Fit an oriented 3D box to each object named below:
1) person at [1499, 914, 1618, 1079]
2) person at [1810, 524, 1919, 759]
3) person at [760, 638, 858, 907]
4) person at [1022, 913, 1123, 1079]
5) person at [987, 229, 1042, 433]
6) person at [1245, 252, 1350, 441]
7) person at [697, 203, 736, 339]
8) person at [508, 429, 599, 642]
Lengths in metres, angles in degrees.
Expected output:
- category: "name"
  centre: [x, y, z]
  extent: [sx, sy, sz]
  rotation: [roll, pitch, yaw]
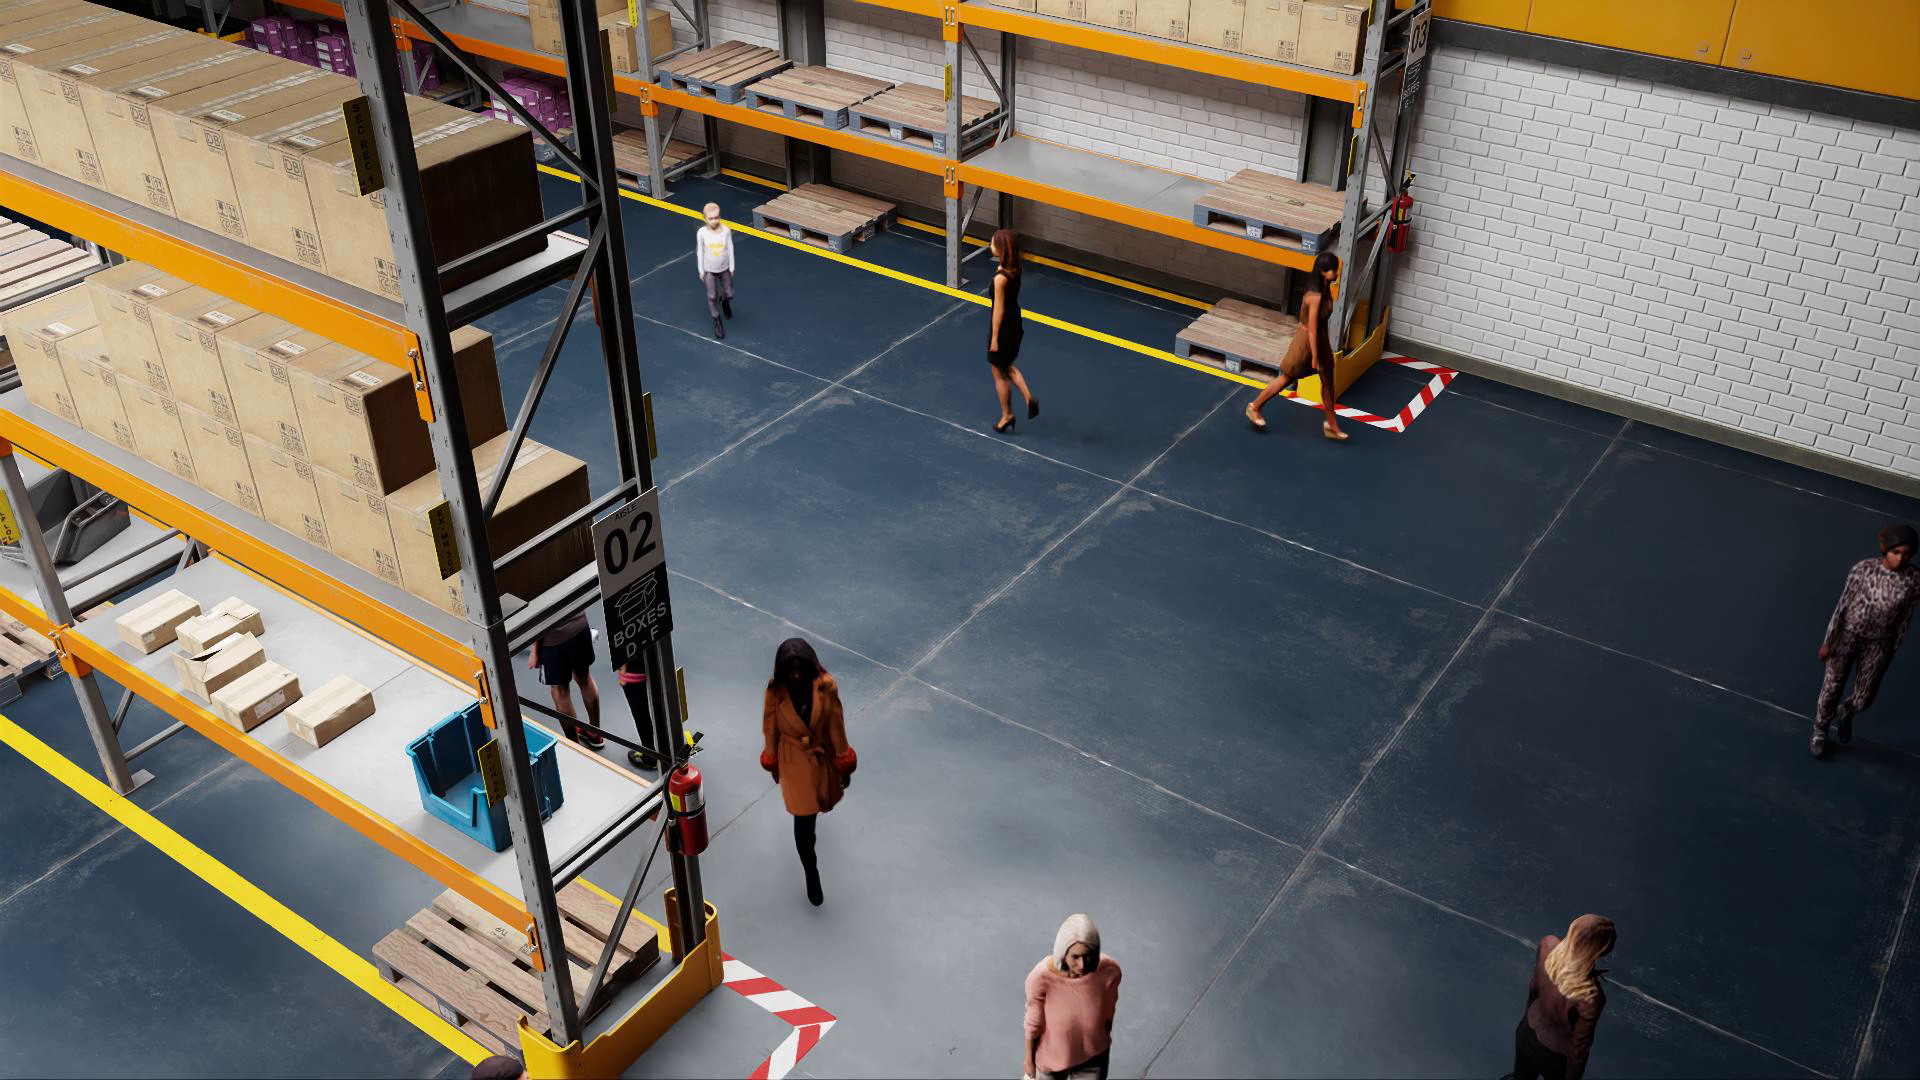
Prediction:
- category: "person"
  centre: [2.641, 2.349, 7.664]
  extent: [0.985, 1.688, 0.969]
  rotation: [-9, 35, -14]
- category: "person"
  centre: [5.574, 0.588, 10.297]
  extent: [0.625, 1.708, 0.685]
  rotation: [15, 37, 22]
- category: "person"
  centre: [-0.867, 1.214, 9.362]
  extent: [1.040, 1.701, 1.132]
  rotation: [-8, 34, -12]
- category: "person"
  centre: [0.489, 2.307, 7.712]
  extent: [0.992, 1.706, 1.069]
  rotation: [-7, 34, -11]
- category: "person"
  centre: [0.464, -1.658, 13.570]
  extent: [0.810, 1.824, 0.698]
  rotation: [12, 36, 18]
- category: "person"
  centre: [2.764, -1.569, 13.600]
  extent: [1.134, 1.643, 0.676]
  rotation: [15, 37, 22]
- category: "person"
  centre: [-2.268, -2.536, 15.394]
  extent: [0.694, 1.269, 0.769]
  rotation: [-9, 35, -13]
- category: "person"
  centre: [-3.124, -0.012, 11.208]
  extent: [1.218, 1.699, 0.851]
  rotation: [9, 35, 14]
